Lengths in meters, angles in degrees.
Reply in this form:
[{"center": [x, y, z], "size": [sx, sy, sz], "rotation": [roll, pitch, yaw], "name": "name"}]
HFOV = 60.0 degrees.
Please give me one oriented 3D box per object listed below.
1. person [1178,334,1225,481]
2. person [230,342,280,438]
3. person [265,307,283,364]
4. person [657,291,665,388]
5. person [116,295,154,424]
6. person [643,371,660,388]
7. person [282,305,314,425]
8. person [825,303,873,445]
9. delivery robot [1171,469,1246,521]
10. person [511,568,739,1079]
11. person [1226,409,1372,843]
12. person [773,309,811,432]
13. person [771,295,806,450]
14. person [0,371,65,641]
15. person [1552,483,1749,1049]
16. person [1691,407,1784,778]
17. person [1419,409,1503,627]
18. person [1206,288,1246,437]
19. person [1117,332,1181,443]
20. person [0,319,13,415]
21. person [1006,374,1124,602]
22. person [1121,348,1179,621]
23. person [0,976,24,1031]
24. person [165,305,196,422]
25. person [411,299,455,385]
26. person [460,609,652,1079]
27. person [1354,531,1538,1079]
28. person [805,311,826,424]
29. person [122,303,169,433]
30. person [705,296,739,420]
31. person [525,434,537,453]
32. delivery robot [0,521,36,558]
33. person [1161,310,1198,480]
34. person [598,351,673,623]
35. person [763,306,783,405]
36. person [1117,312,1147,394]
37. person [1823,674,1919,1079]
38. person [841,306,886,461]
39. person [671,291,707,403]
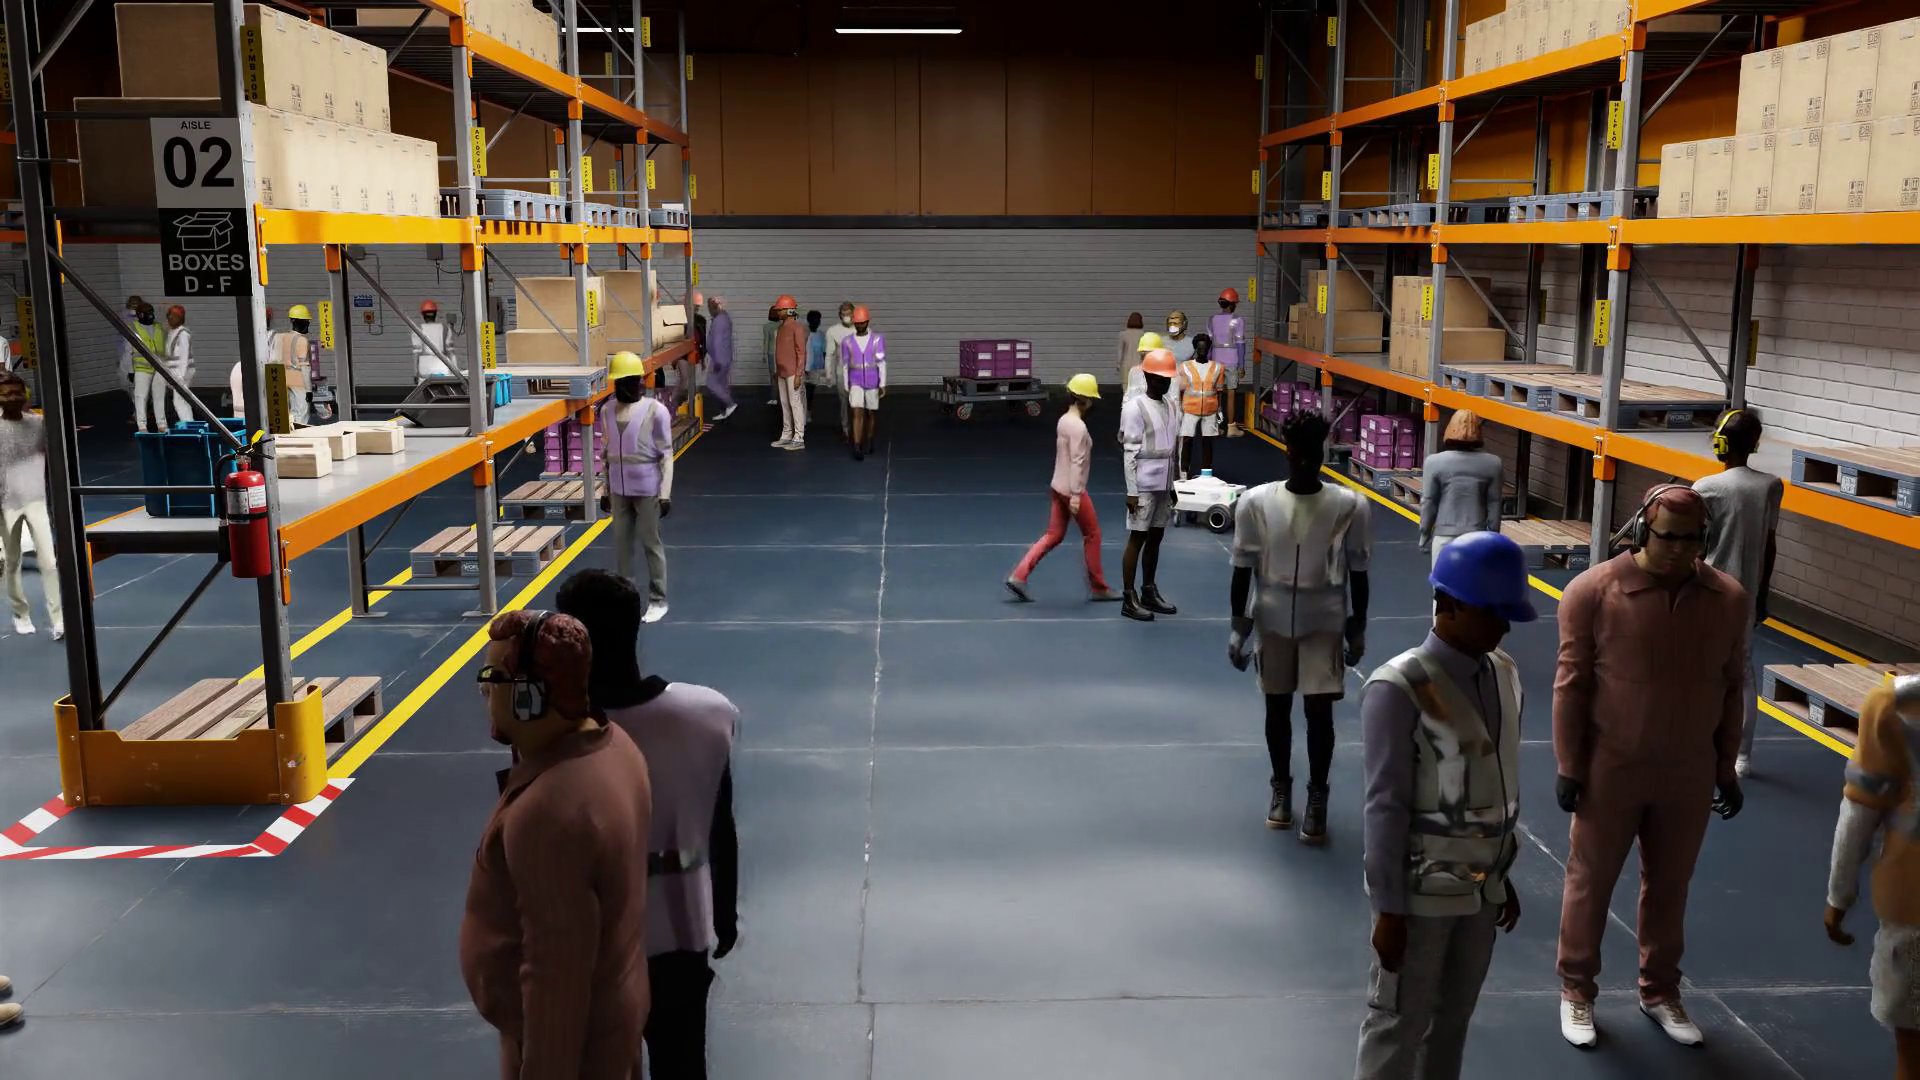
[{"center": [2.604, -1.389, 18.041], "size": [0.533, 1.697, 0.319], "rotation": [0, 10, -2], "name": "person"}, {"center": [-6.465, -0.984, 15.386], "size": [0.429, 1.844, 0.625], "rotation": [-9, 14, -42], "name": "person"}, {"center": [-8.949, -2.102, 21.604], "size": [0.589, 1.851, 0.924], "rotation": [8, 13, 37], "name": "person"}, {"center": [-5.138, -3.267, 27.835], "size": [0.375, 1.935, 0.551], "rotation": [0, 10, 1], "name": "person"}, {"center": [-12.113, -2.655, 24.525], "size": [0.692, 1.900, 0.480], "rotation": [2, 10, 12], "name": "person"}, {"center": [-4.854, -2.946, 26.033], "size": [0.706, 1.964, 0.664], "rotation": [6, 12, 31], "name": "person"}, {"center": [-8.050, -1.907, 20.328], "size": [0.393, 1.919, 0.581], "rotation": [-10, 14, -43], "name": "person"}, {"center": [-1.444, -2.150, 21.775], "size": [0.647, 1.876, 1.030], "rotation": [0, 10, -1], "name": "person"}, {"center": [2.302, -0.422, 15.574], "size": [0.707, 0.478, 0.477], "rotation": [7, 12, 33], "name": "delivery robot"}, {"center": [-0.797, 1.004, 4.172], "size": [0.645, 1.898, 0.459], "rotation": [-7, 12, -32], "name": "person"}, {"center": [1.503, 0.387, 7.438], "size": [0.612, 1.946, 0.642], "rotation": [3, 11, 18], "name": "person"}, {"center": [-2.389, -2.442, 23.533], "size": [0.600, 1.830, 0.403], "rotation": [-7, 13, -36], "name": "person"}, {"center": [-2.226, -2.170, 21.561], "size": [0.382, 1.993, 0.622], "rotation": [-7, 12, -34], "name": "person"}, {"center": [-6.272, -0.213, 11.137], "size": [0.545, 1.817, 0.976], "rotation": [-10, 14, -43], "name": "person"}, {"center": [2.298, 0.754, 5.539], "size": [0.640, 1.902, 0.407], "rotation": [0, 10, -1], "name": "person"}, {"center": [3.808, 0.275, 8.286], "size": [0.512, 1.874, 0.328], "rotation": [-3, 11, -14], "name": "person"}, {"center": [3.176, -0.016, 10.572], "size": [0.507, 1.631, 0.266], "rotation": [1, 10, 7], "name": "person"}, {"center": [3.674, -2.438, 22.918], "size": [0.605, 2.045, 0.386], "rotation": [9, 14, 42], "name": "person"}, {"center": [1.820, -1.096, 16.080], "size": [0.433, 1.818, 0.600], "rotation": [-9, 14, -42], "name": "person"}, {"center": [-11.499, -1.803, 19.912], "size": [0.325, 1.862, 0.500], "rotation": [-8, 13, -39], "name": "person"}, {"center": [0.779, -0.377, 12.324], "size": [0.871, 1.722, 0.536], "rotation": [-2, 10, -12], "name": "person"}, {"center": [1.386, -0.398, 11.858], "size": [0.376, 1.933, 0.551], "rotation": [9, 14, 41], "name": "person"}, {"center": [-3.469, 0.764, 5.640], "size": [0.331, 1.843, 0.521], "rotation": [-7, 12, -34], "name": "person"}, {"center": [-10.296, -2.168, 22.003], "size": [0.345, 1.861, 0.619], "rotation": [-6, 12, -29], "name": "person"}, {"center": [-7.124, -2.298, 22.529], "size": [0.545, 1.914, 0.614], "rotation": [-5, 11, -27], "name": "person"}, {"center": [-0.884, 1.087, 3.664], "size": [0.400, 1.907, 0.644], "rotation": [0, 10, 0], "name": "person"}, {"center": [1.305, 0.926, 4.471], "size": [0.604, 1.938, 0.402], "rotation": [-9, 13, -40], "name": "person"}, {"center": [-2.142, -2.524, 24.427], "size": [0.546, 1.660, 0.748], "rotation": [-7, 12, -33], "name": "person"}, {"center": [-11.209, -2.354, 23.012], "size": [0.429, 1.842, 0.635], "rotation": [7, 13, 36], "name": "person"}, {"center": [-3.602, -2.702, 24.838], "size": [0.434, 1.880, 0.708], "rotation": [0, 10, 2], "name": "person"}, {"center": [-5.364, -2.027, 21.228], "size": [0.625, 1.836, 0.429], "rotation": [-7, 12, -33], "name": "person"}, {"center": [-7.719, -0.042, 13.448], "size": [0.477, 0.478, 0.707], "rotation": [1, 11, 8], "name": "delivery robot"}, {"center": [2.363, -1.551, 18.273], "size": [0.627, 1.940, 0.371], "rotation": [4, 11, 21], "name": "person"}, {"center": [-2.305, -0.370, 11.729], "size": [0.593, 1.926, 0.380], "rotation": [5, 11, 25], "name": "person"}, {"center": [-3.024, -3.050, 27.470], "size": [0.498, 1.633, 0.282], "rotation": [-6, 12, -31], "name": "person"}, {"center": [2.659, -2.674, 25.428], "size": [0.524, 1.617, 0.646], "rotation": [0, 10, 1], "name": "person"}, {"center": [2.650, 0.934, 4.506], "size": [0.573, 1.914, 0.733], "rotation": [2, 10, 12], "name": "person"}, {"center": [-1.199, -1.957, 20.680], "size": [0.545, 1.893, 0.992], "rotation": [-1, 10, -5], "name": "person"}, {"center": [-4.058, -2.719, 24.727], "size": [0.633, 1.958, 0.628], "rotation": [8, 13, 38], "name": "person"}]
